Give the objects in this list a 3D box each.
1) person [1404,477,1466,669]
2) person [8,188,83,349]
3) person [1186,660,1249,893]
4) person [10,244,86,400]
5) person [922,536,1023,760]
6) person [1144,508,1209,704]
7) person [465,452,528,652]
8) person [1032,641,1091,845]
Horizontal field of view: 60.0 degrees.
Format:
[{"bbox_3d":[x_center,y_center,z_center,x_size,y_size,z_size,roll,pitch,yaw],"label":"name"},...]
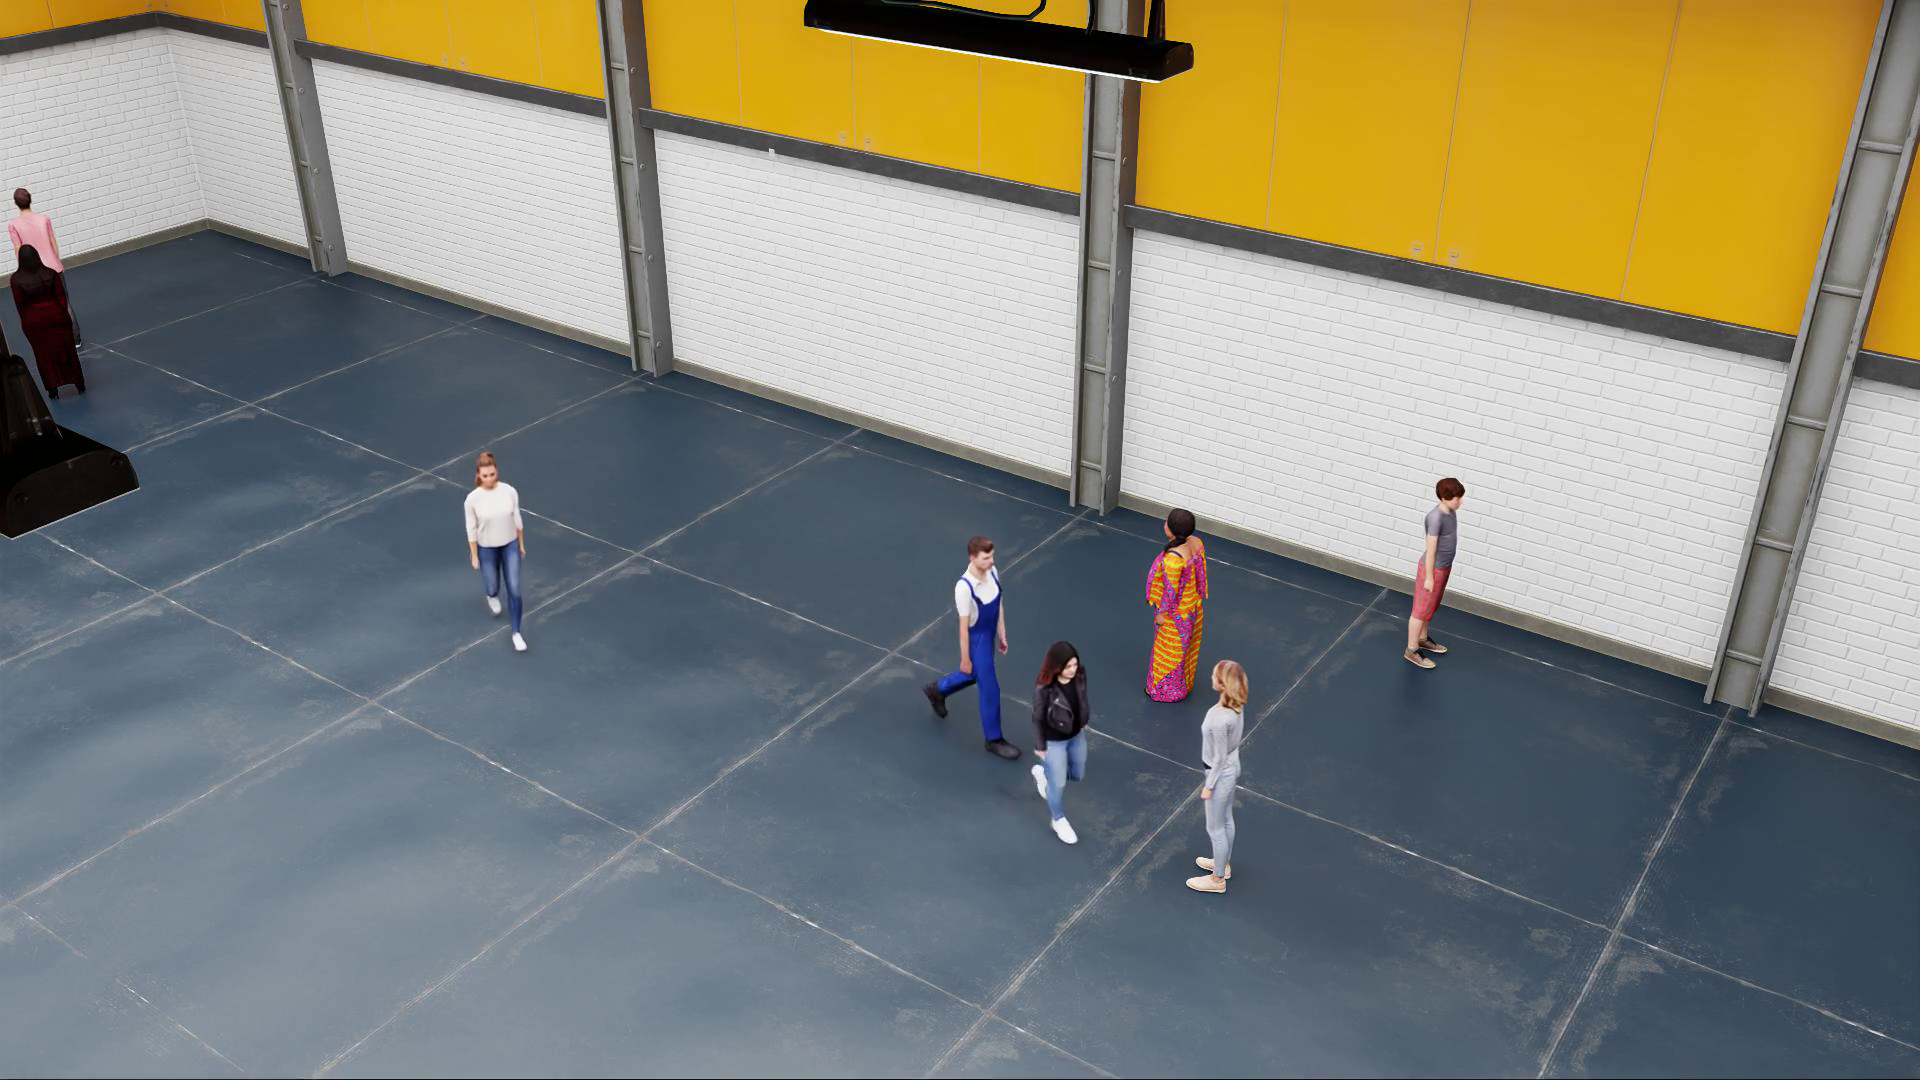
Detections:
[{"bbox_3d":[3.890,0.231,13.649,0.508,1.651,0.564,18,34,30],"label":"person"},{"bbox_3d":[-10.792,-3.176,19.574,0.673,1.959,0.617,-24,37,-37],"label":"person"},{"bbox_3d":[1.733,1.566,11.051,0.561,1.796,0.628,12,31,20],"label":"person"},{"bbox_3d":[-10.108,-2.419,18.398,0.746,1.757,0.727,-19,34,-31],"label":"person"},{"bbox_3d":[0.086,0.747,12.520,1.174,1.827,0.688,16,32,27],"label":"person"},{"bbox_3d":[1.692,0.477,13.162,0.663,1.686,0.656,15,32,26],"label":"person"},{"bbox_3d":[-3.880,0.058,13.916,0.933,1.700,1.114,-13,31,-23],"label":"person"},{"bbox_3d":[0.655,1.354,11.619,0.816,1.624,0.921,-22,35,-34],"label":"person"}]
